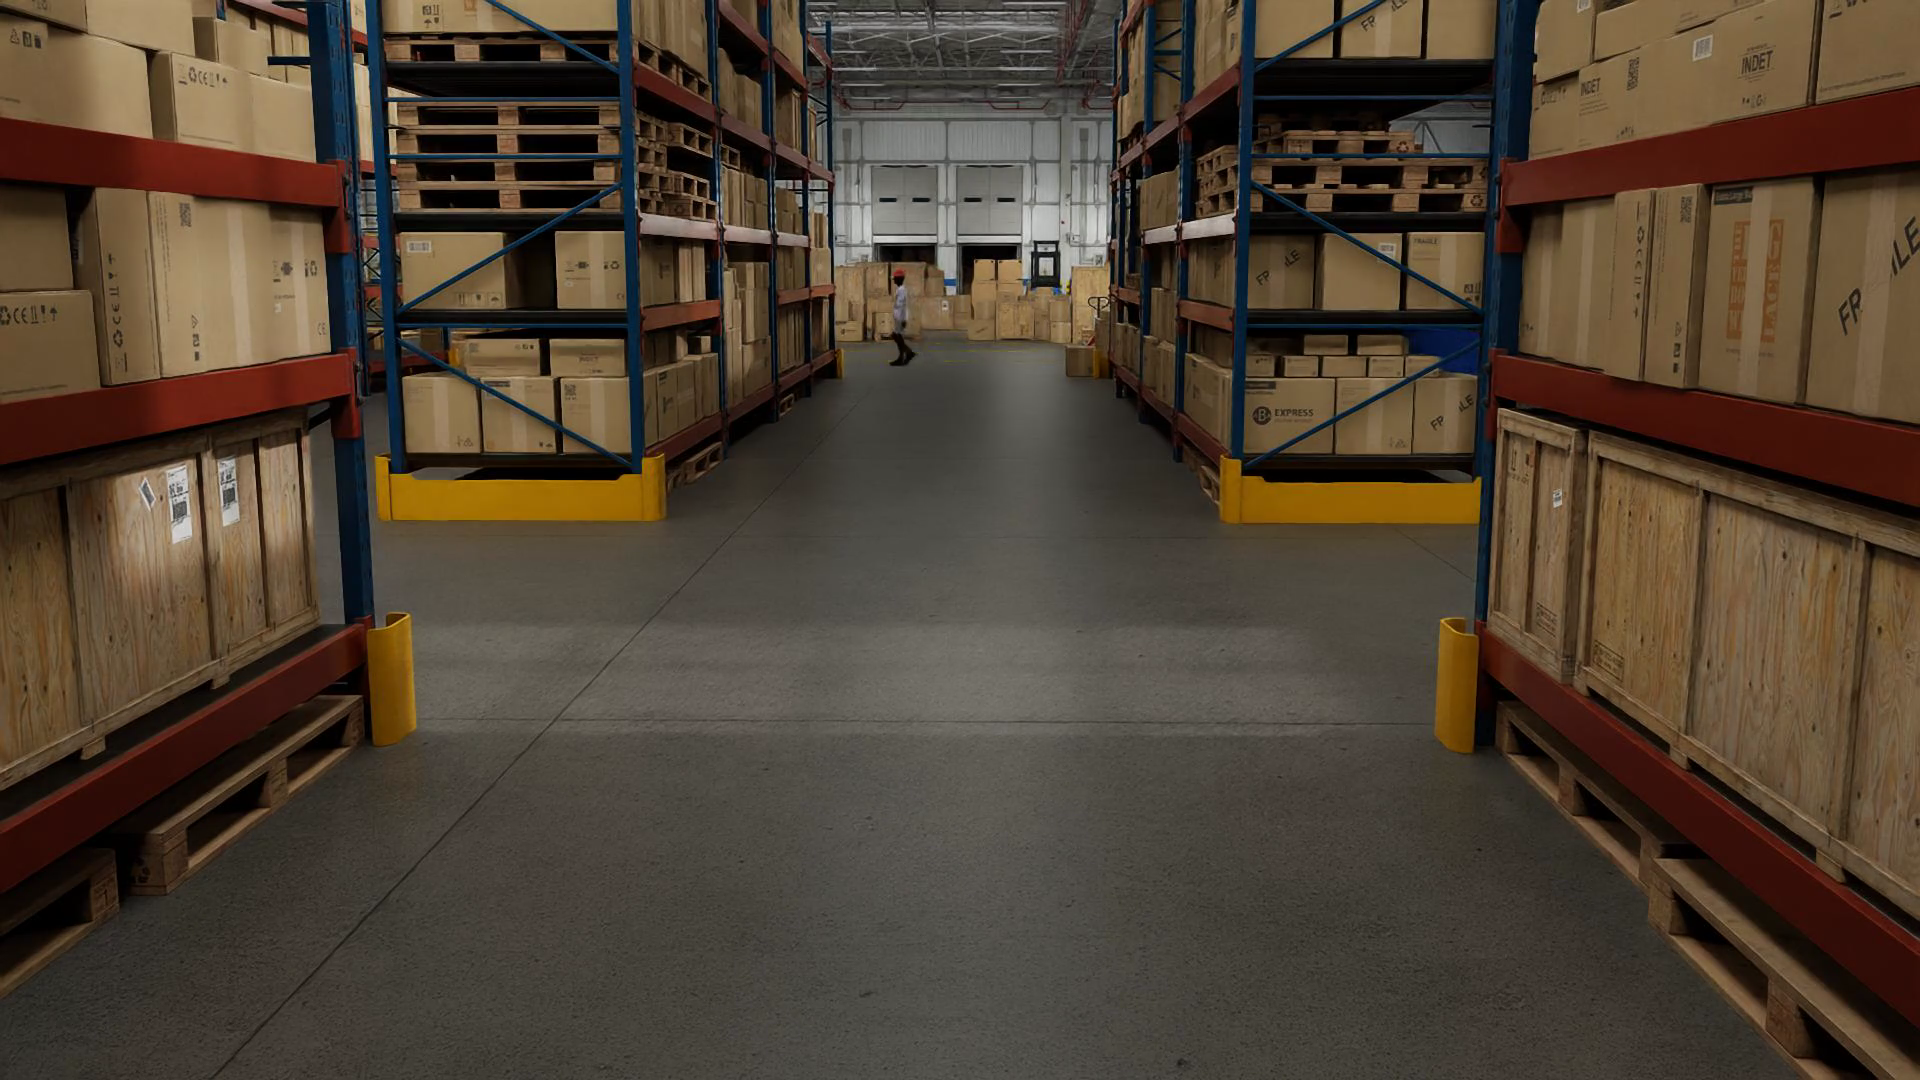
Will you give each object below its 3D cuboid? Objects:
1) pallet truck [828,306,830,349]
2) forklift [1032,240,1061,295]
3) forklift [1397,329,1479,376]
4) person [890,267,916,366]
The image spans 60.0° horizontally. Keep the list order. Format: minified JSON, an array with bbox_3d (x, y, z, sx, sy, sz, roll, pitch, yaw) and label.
[{"bbox_3d":[-3.100,-3.940,29.800,1.885,1.965,0.823,3,10,19],"label":"pallet truck"},{"bbox_3d":[3.176,-9.648,61.352,1.129,2.768,1.873,0,9,1],"label":"forklift"},{"bbox_3d":[6.984,-3.541,24.772,1.129,2.768,1.873,-4,10,-24],"label":"forklift"},{"bbox_3d":[-1.169,-4.364,32.567,0.441,1.922,0.553,0,9,1],"label":"person"}]
